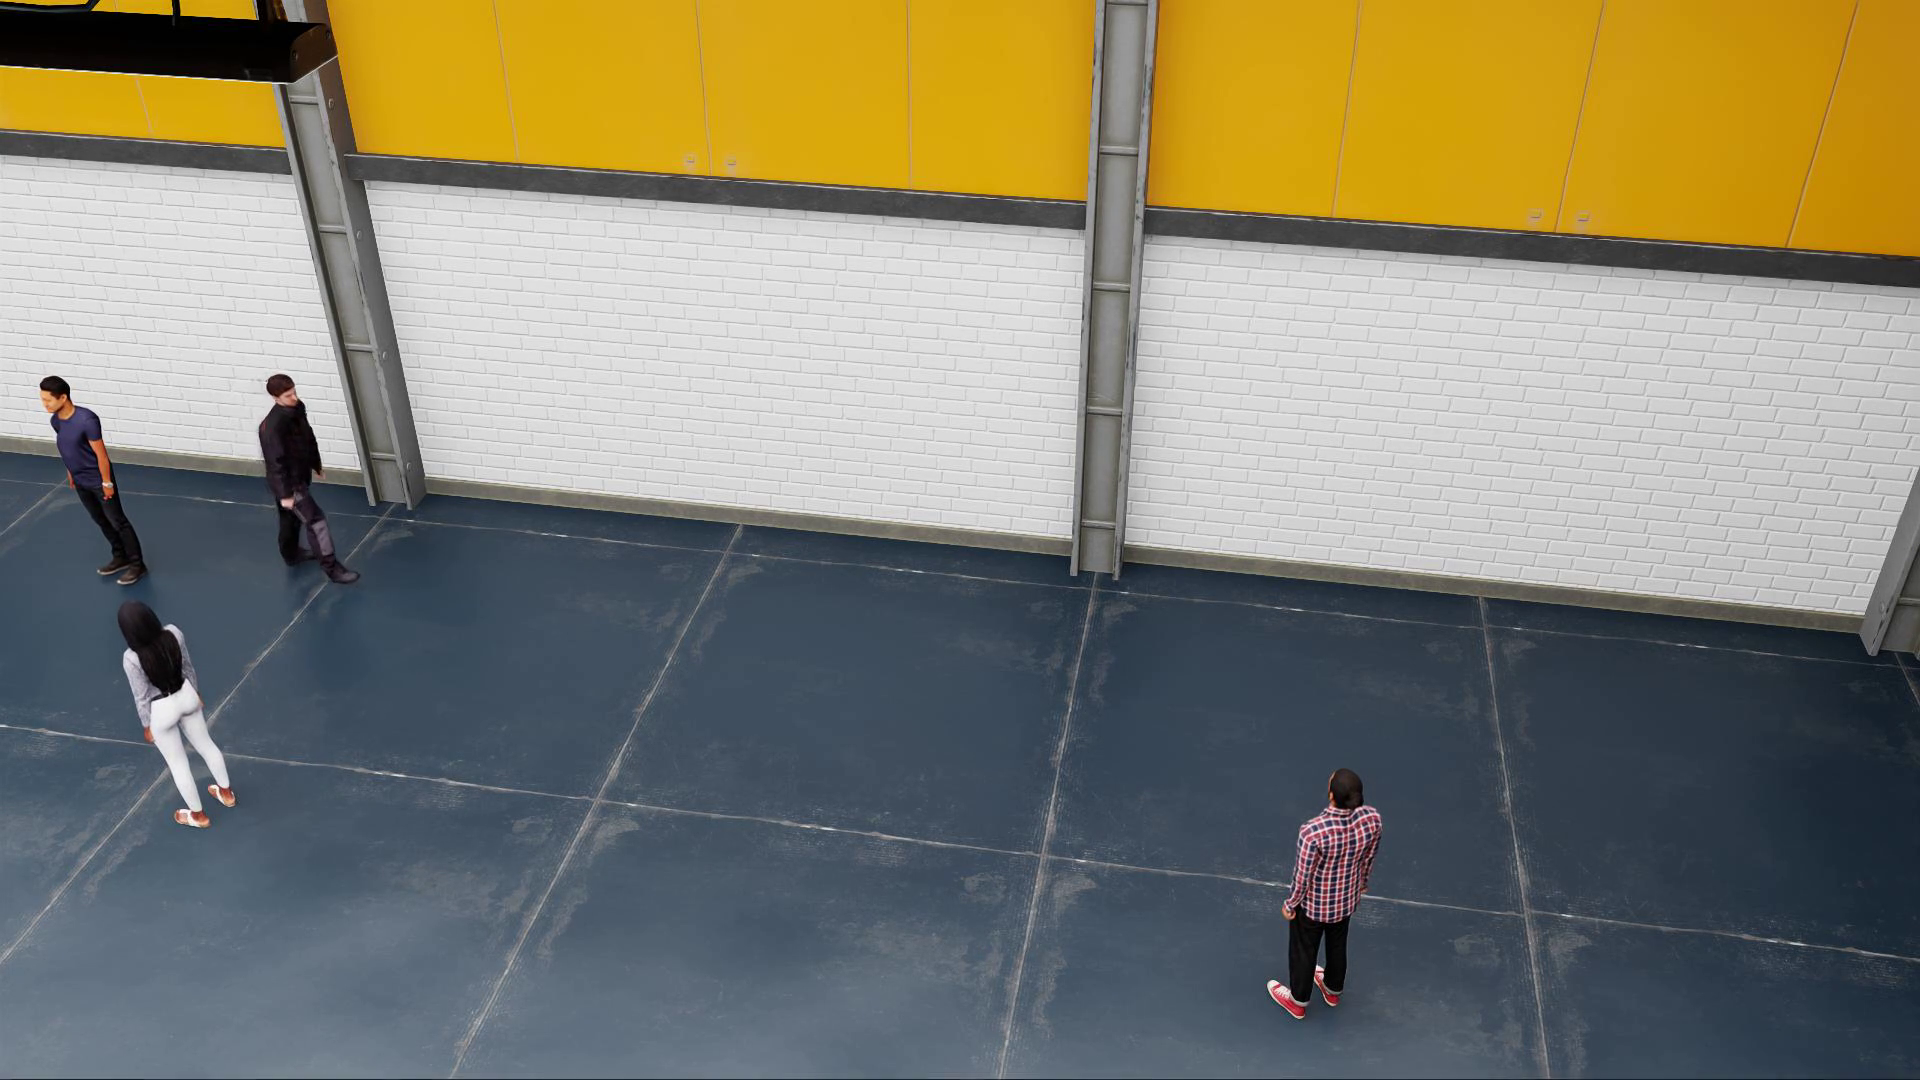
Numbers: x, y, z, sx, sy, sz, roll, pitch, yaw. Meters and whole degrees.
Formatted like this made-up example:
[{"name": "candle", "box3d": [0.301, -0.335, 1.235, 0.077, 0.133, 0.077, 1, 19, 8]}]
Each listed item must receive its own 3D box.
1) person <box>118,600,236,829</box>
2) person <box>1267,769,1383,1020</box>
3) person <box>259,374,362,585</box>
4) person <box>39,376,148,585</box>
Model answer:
[{"name": "person", "box3d": [-4.974, 1.084, 10.514, 0.632, 1.722, 0.656, 17, 37, 24]}, {"name": "person", "box3d": [2.021, 1.941, 9.189, 0.746, 1.761, 0.853, -14, 36, -20]}, {"name": "person", "box3d": [-5.197, -0.471, 12.787, 1.032, 1.794, 0.858, -7, 34, -10]}, {"name": "person", "box3d": [-6.670, -0.492, 12.827, 0.583, 1.785, 0.754, 15, 36, 21]}]
